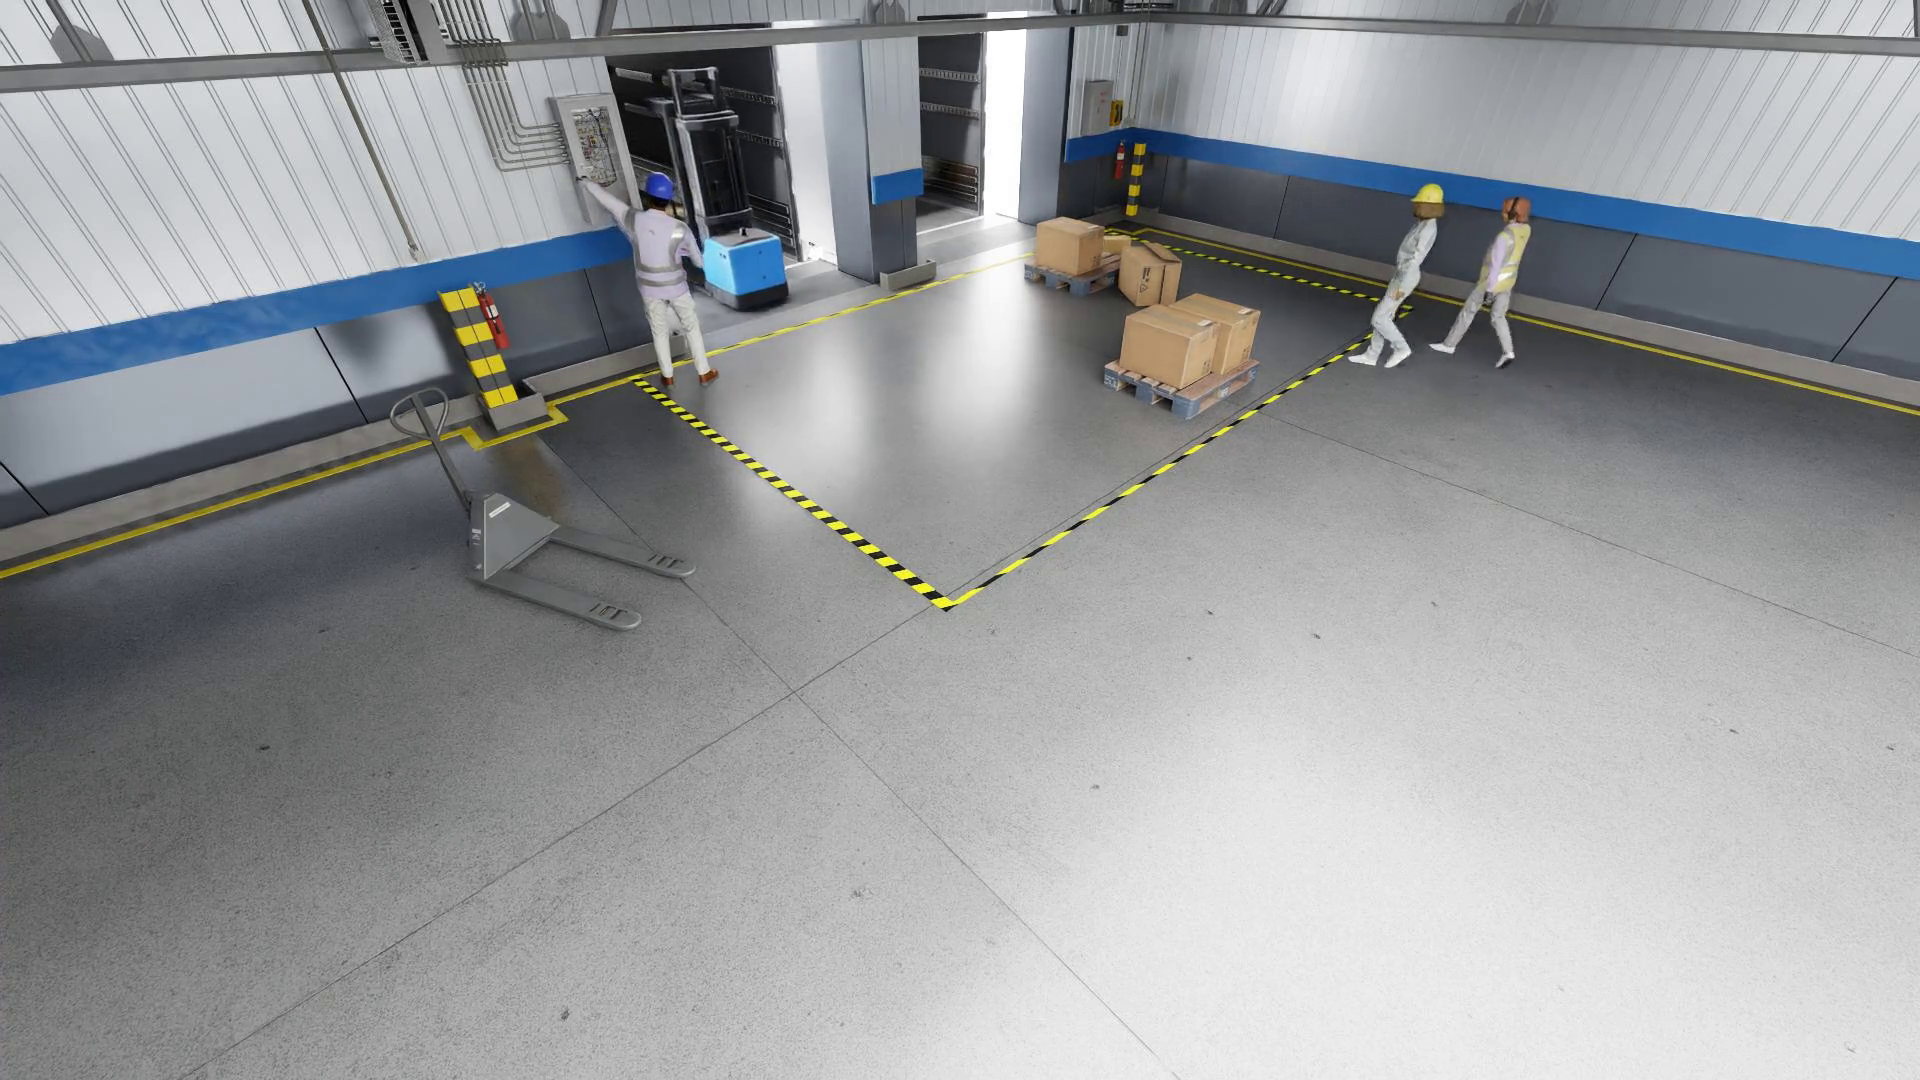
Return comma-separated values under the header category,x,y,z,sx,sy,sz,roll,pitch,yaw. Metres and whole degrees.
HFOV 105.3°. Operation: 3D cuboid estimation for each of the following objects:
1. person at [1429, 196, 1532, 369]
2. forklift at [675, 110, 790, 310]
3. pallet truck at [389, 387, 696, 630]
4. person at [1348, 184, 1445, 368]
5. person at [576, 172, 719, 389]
category,x,y,z,sx,sy,sz,roll,pitch,yaw
person,5.316,-2.502,7.218,0.529,1.592,0.845,-18,41,-22
forklift,-2.662,-3.829,8.572,0.716,2.013,0.776,-30,47,-33
pallet truck,-2.613,-0.247,4.593,1.601,1.201,0.680,14,40,17
person,4.304,-2.490,7.086,0.521,1.728,0.500,14,40,18
person,-2.858,-2.412,6.856,0.995,1.901,0.759,-6,38,-8
